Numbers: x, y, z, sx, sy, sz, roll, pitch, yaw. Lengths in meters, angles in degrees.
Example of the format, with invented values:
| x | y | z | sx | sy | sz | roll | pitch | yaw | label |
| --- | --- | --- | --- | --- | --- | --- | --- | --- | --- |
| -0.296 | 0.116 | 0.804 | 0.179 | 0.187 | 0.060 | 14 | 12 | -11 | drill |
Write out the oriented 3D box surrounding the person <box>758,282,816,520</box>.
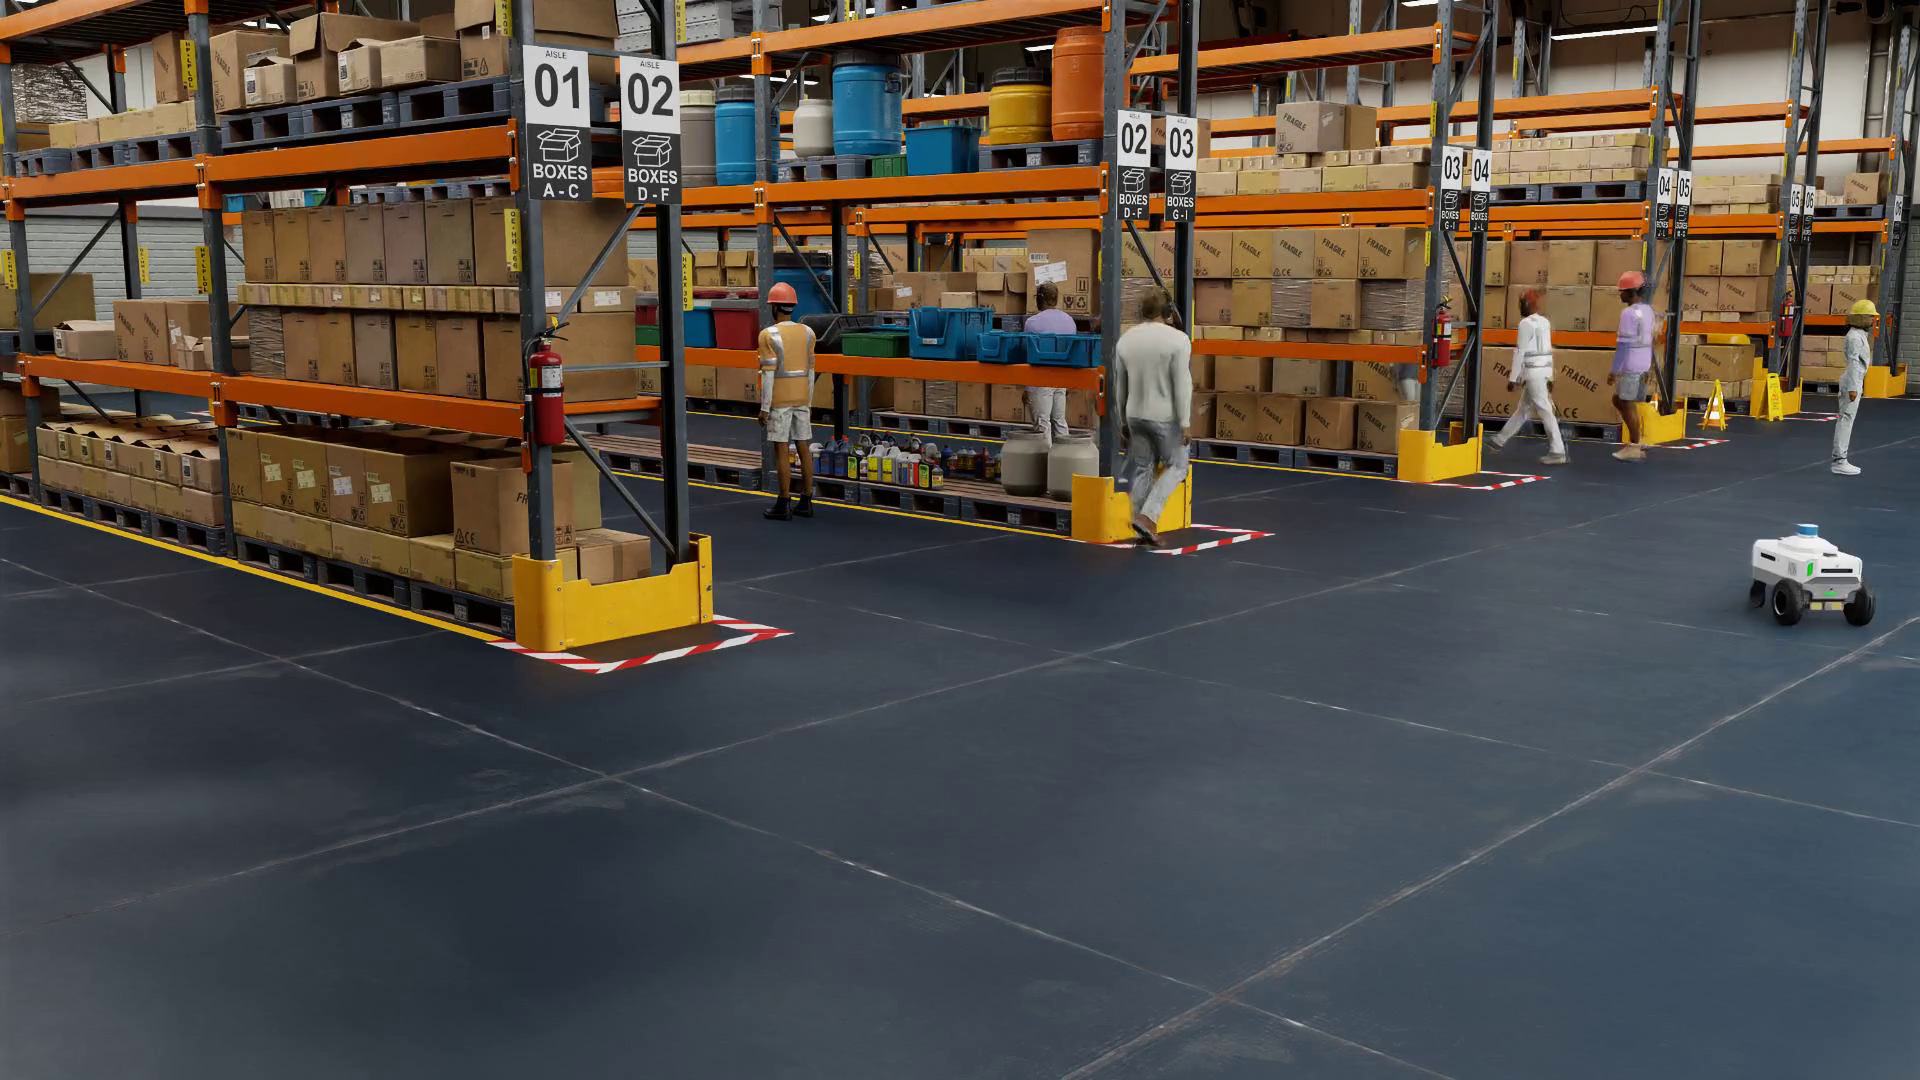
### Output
| x | y | z | sx | sy | sz | roll | pitch | yaw | label |
| --- | --- | --- | --- | --- | --- | --- | --- | --- | --- |
| -1.442 | -1.147 | 13.729 | 0.544 | 1.939 | 0.372 | -8 | 12 | -42 | person |

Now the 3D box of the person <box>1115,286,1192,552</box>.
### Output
| x | y | z | sx | sy | sz | roll | pitch | yaw | label |
| --- | --- | --- | --- | --- | --- | --- | --- | --- | --- |
| 1.404 | -0.868 | 12.058 | 0.653 | 1.923 | 0.458 | 9 | 13 | 42 | person |

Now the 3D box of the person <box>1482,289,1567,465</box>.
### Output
| x | y | z | sx | sy | sz | roll | pitch | yaw | label |
| --- | --- | --- | --- | --- | --- | --- | --- | --- | --- |
| 6.028 | -1.746 | 17.714 | 1.078 | 1.819 | 0.586 | 8 | 12 | 39 | person |

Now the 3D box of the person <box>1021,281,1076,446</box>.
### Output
| x | y | z | sx | sy | sz | roll | pitch | yaw | label |
| --- | --- | --- | --- | --- | --- | --- | --- | --- | --- |
| 0.816 | -1.445 | 15.550 | 0.363 | 1.939 | 0.636 | 9 | 13 | 43 | person |

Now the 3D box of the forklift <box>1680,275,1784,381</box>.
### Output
| x | y | z | sx | sy | sz | roll | pitch | yaw | label |
| --- | --- | --- | --- | --- | --- | --- | --- | --- | --- |
| 12.480 | -3.427 | 27.053 | 1.214 | 2.155 | 2.313 | 9 | 13 | 43 | forklift |

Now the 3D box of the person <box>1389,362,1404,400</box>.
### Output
| x | y | z | sx | sy | sz | roll | pitch | yaw | label |
| --- | --- | --- | --- | --- | --- | --- | --- | --- | --- |
| 5.603 | -2.278 | 20.992 | 0.426 | 1.820 | 0.603 | 8 | 12 | 41 | person |

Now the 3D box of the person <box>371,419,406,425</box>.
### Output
| x | y | z | sx | sy | sz | roll | pitch | yaw | label |
| --- | --- | --- | --- | --- | --- | --- | --- | --- | --- |
| -5.288 | -1.269 | 15.404 | 0.270 | 1.632 | 0.504 | 8 | 12 | 40 | person |

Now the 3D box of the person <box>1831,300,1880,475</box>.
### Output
| x | y | z | sx | sy | sz | roll | pitch | yaw | label |
| --- | --- | --- | --- | --- | --- | --- | --- | --- | --- |
| 9.013 | -1.541 | 16.742 | 0.323 | 1.742 | 0.492 | 5 | 11 | 29 | person |

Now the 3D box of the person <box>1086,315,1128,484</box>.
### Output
| x | y | z | sx | sy | sz | roll | pitch | yaw | label |
| --- | --- | --- | --- | --- | --- | --- | --- | --- | --- |
| 1.296 | -1.341 | 15.866 | 0.532 | 1.623 | 0.551 | 4 | 10 | 23 | person |

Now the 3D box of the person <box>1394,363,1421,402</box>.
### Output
| x | y | z | sx | sy | sz | roll | pitch | yaw | label |
| --- | --- | --- | --- | --- | --- | --- | --- | --- | --- |
| 5.045 | -1.803 | 18.747 | 0.503 | 1.615 | 0.640 | -5 | 11 | -29 | person |

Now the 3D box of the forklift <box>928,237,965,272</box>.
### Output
| x | y | z | sx | sy | sz | roll | pitch | yaw | label |
| --- | --- | --- | --- | --- | --- | --- | --- | --- | --- |
| -0.326 | -5.817 | 39.609 | 1.129 | 2.768 | 1.873 | 9 | 13 | 43 | forklift |

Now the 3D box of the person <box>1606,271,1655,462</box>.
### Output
| x | y | z | sx | sy | sz | roll | pitch | yaw | label |
| --- | --- | --- | --- | --- | --- | --- | --- | --- | --- |
| 7.144 | -1.847 | 17.759 | 0.469 | 2.024 | 0.602 | 7 | 12 | 38 | person |

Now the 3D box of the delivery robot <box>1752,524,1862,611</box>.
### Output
| x | y | z | sx | sy | sz | roll | pitch | yaw | label |
| --- | --- | --- | --- | --- | --- | --- | --- | --- | --- |
| 5.012 | 0.149 | 9.857 | 0.477 | 0.478 | 0.707 | 0 | 9 | 0 | delivery robot |
